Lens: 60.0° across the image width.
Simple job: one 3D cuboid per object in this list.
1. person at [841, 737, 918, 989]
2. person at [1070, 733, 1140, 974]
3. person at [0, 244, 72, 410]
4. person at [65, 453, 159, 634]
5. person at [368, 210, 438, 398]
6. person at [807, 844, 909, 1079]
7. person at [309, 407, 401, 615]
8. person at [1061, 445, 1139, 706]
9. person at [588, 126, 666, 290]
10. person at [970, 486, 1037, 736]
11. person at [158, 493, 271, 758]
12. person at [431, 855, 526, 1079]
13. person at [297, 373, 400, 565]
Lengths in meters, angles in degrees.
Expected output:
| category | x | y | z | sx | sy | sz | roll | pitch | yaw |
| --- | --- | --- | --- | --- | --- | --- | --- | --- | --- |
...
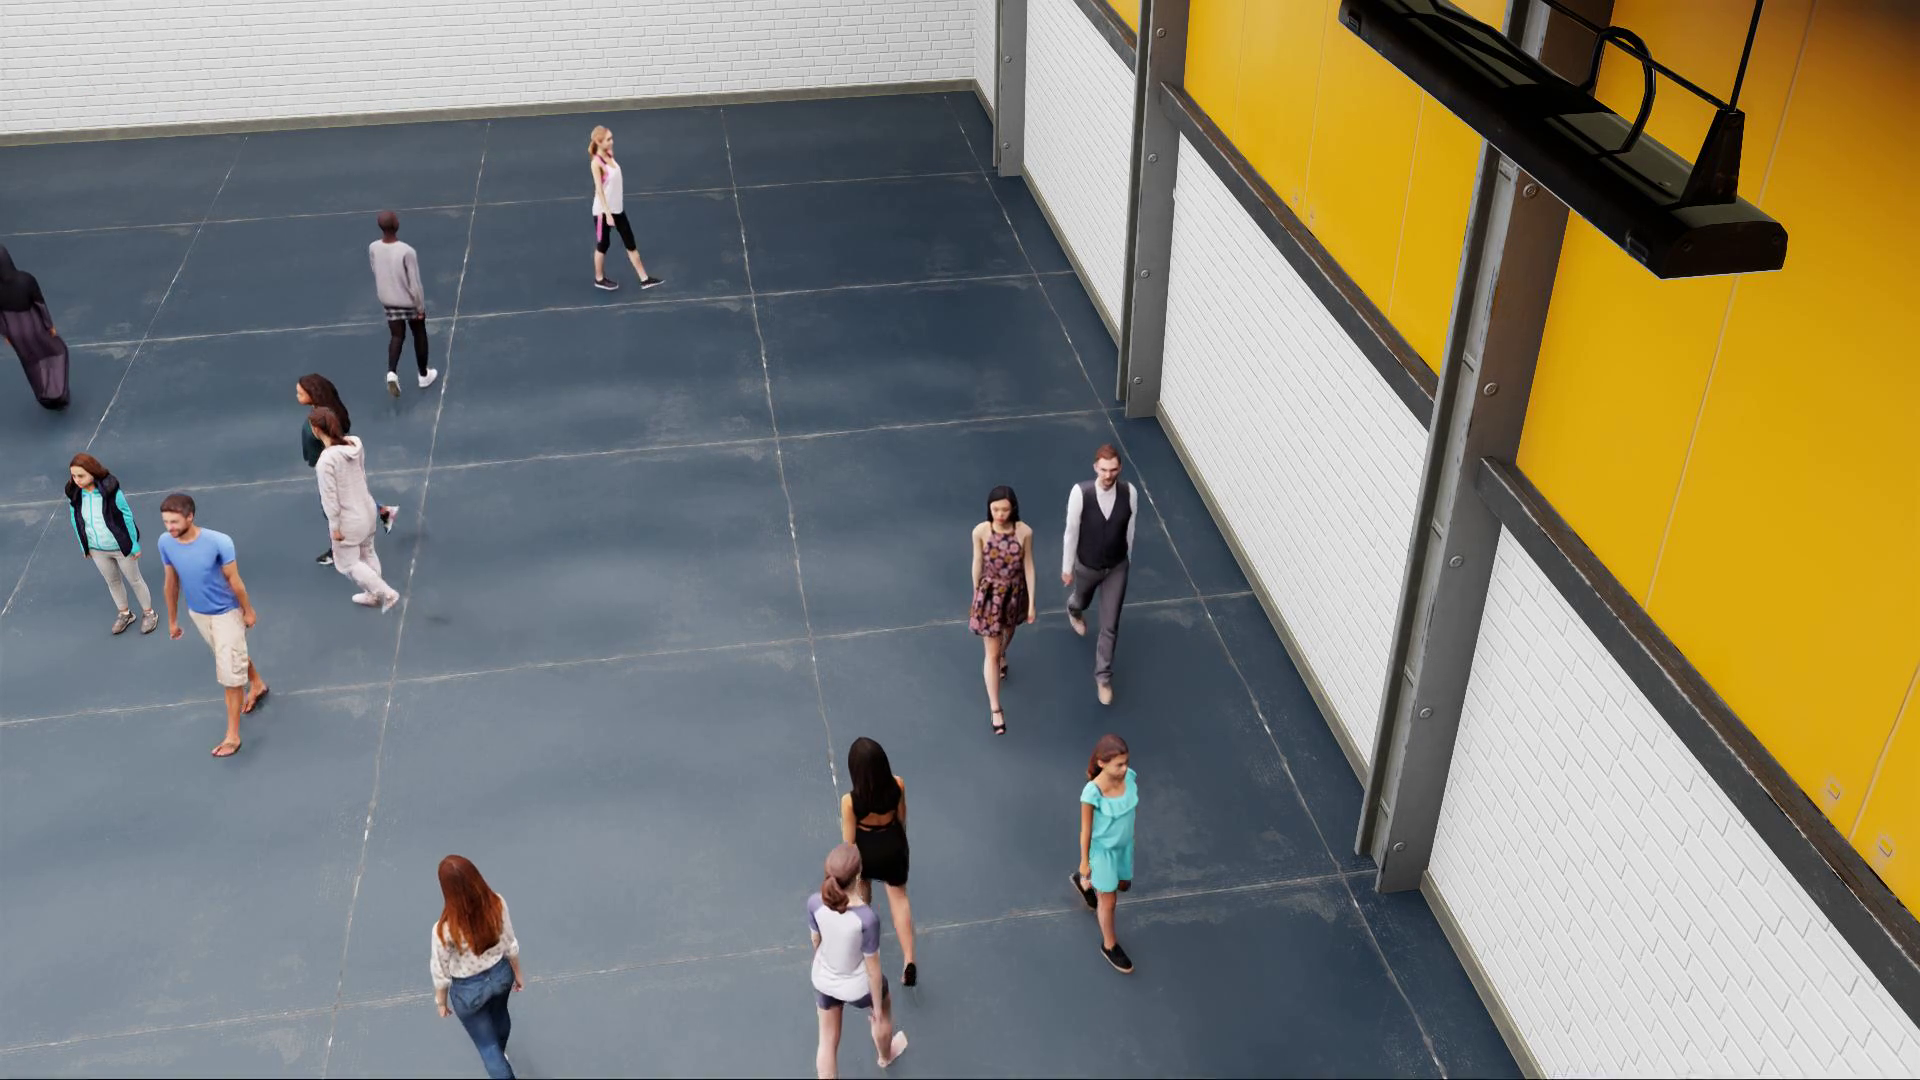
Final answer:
| category | x | y | z | sx | sy | sz | roll | pitch | yaw |
| --- | --- | --- | --- | --- | --- | --- | --- | --- | --- |
| person | -0.416 | 1.798 | 9.260 | 0.653 | 1.622 | 1.018 | -11 | 35 | -16 |
| person | 0.812 | 1.708 | 9.465 | 0.788 | 1.545 | 0.973 | -22 | 40 | -30 |
| person | -8.300 | -1.860 | 14.777 | 0.647 | 1.607 | 0.786 | -8 | 34 | -12 |
| person | -6.149 | 0.016 | 12.053 | 0.609 | 1.499 | 0.613 | -1 | 34 | -1 |
| person | -5.083 | -2.102 | 15.006 | 0.807 | 1.757 | 1.049 | 5 | 34 | 7 |
| person | -0.612 | 2.296 | 8.401 | 0.860 | 1.744 | 0.993 | 11 | 35 | 16 |
| person | -4.387 | -0.178 | 12.192 | 0.874 | 1.666 | 0.833 | 7 | 34 | 10 |
| person | 0.949 | 0.115 | 11.542 | 0.710 | 1.898 | 1.235 | -2 | 34 | -4 |
| person | -3.648 | -3.333 | 16.857 | 0.979 | 1.756 | 1.046 | 9 | 35 | 13 |
| person | 0.299 | 0.368 | 11.325 | 0.703 | 1.717 | 1.183 | -2 | 34 | -3 |
| person | -4.933 | 0.430 | 11.131 | 0.896 | 1.830 | 1.208 | 5 | 34 | 7 |
| person | -2.394 | 2.296 | 8.433 | 0.899 | 1.707 | 1.057 | -27 | 42 | -34 |
| person | -4.765 | -0.561 | 12.829 | 0.849 | 1.600 | 0.949 | -18 | 38 | -25 |
